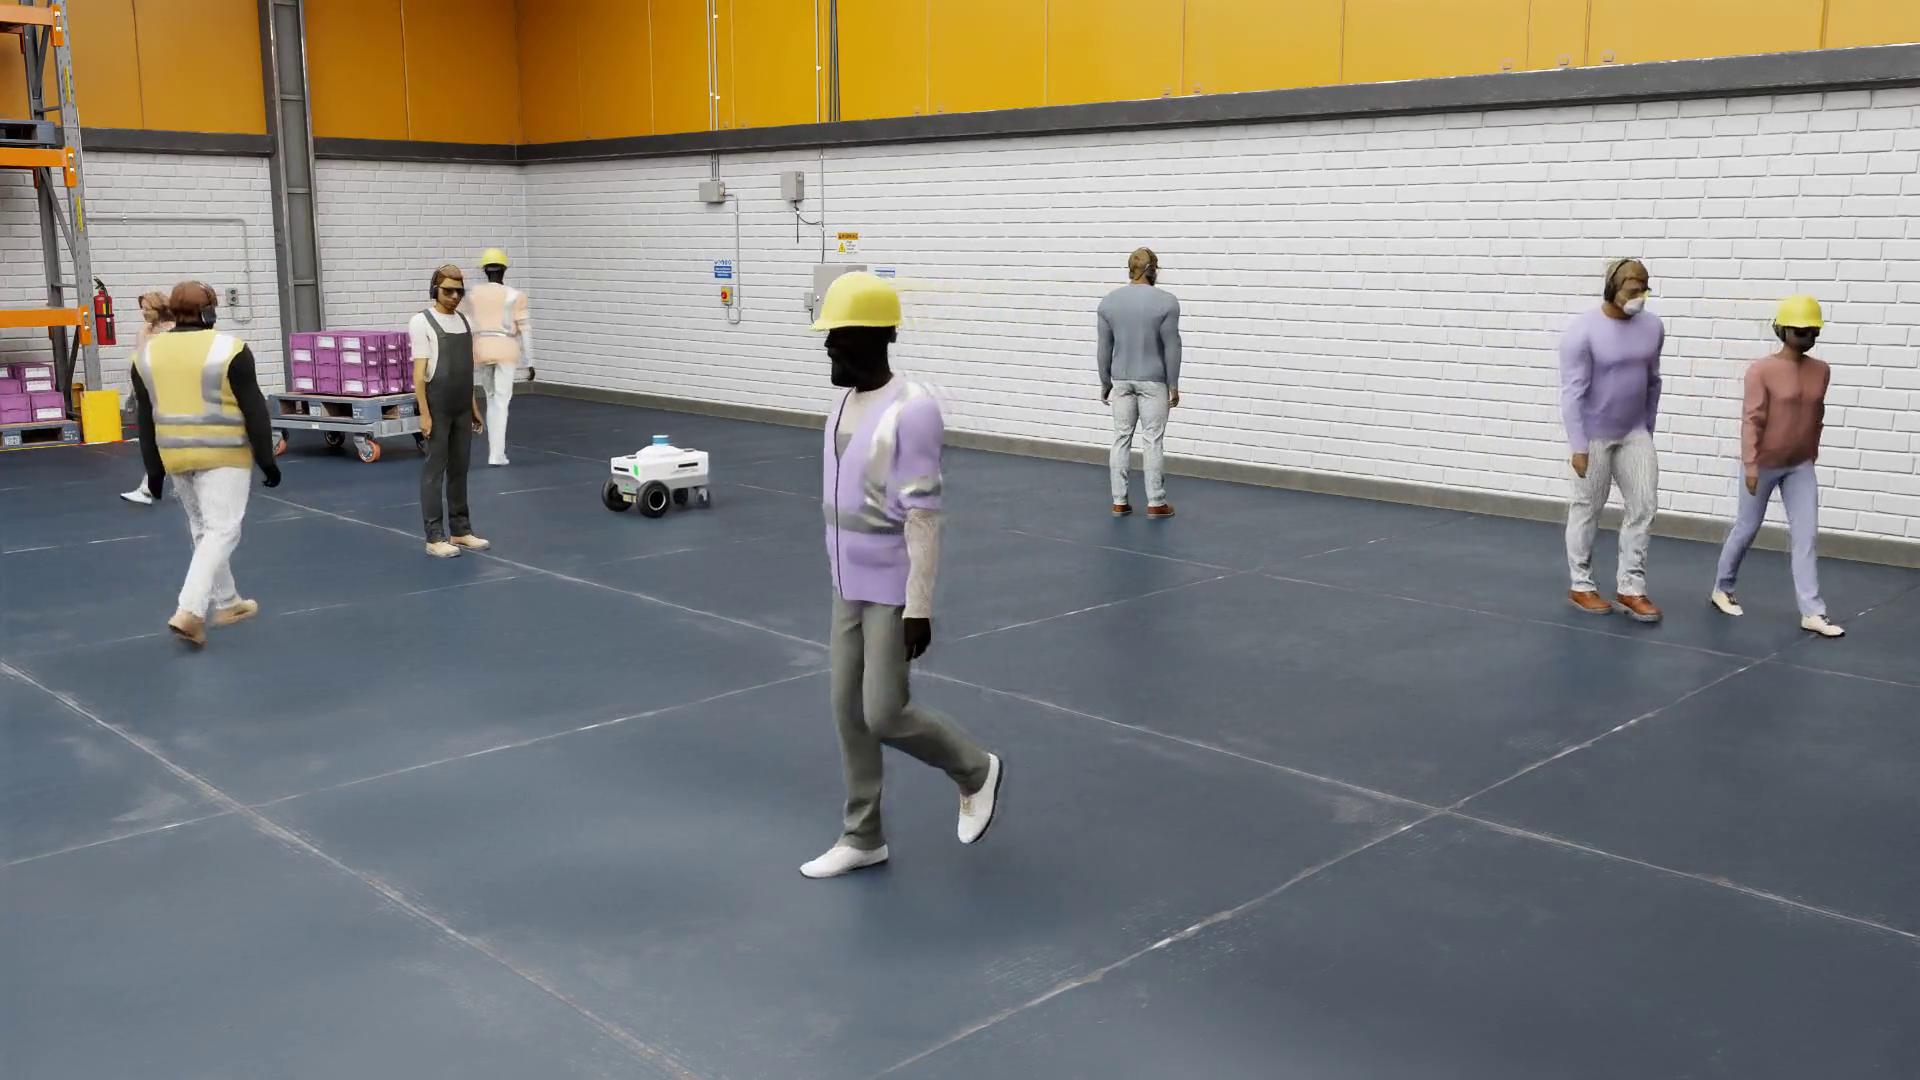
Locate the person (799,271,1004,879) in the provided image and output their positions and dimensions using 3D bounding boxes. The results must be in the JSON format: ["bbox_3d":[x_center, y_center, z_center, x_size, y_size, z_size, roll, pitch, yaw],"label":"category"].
[{"bbox_3d":[-0.196,0.119,5.234,0.592,1.916,0.588,-7,12,-33],"label":"person"}]

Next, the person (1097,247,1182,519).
[{"bbox_3d":[1.284,-1.115,11.915,0.627,1.936,0.375,5,12,27],"label":"person"}]

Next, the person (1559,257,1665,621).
[{"bbox_3d":[3.439,-0.512,8.690,0.664,1.907,0.714,-3,11,-16],"label":"person"}]

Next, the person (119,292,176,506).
[{"bbox_3d":[-6.023,-1.058,12.519,0.513,1.592,0.866,6,12,30],"label":"person"}]

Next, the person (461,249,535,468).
[{"bbox_3d":[-4.055,-1.597,14.637,0.630,1.887,0.652,1,10,4],"label":"person"}]

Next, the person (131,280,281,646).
[{"bbox_3d":[-3.804,-0.392,8.334,0.623,1.814,0.882,2,11,10],"label":"person"}]

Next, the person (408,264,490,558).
[{"bbox_3d":[-3.242,-0.818,10.558,0.343,1.840,0.507,5,12,26],"label":"person"}]

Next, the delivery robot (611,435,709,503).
[{"bbox_3d":[-2.192,-0.523,12.197,0.477,0.478,0.707,9,14,42],"label":"delivery robot"}]

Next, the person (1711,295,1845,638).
[{"bbox_3d":[4.255,-0.398,8.622,0.532,1.727,0.839,-2,11,-12],"label":"person"}]
